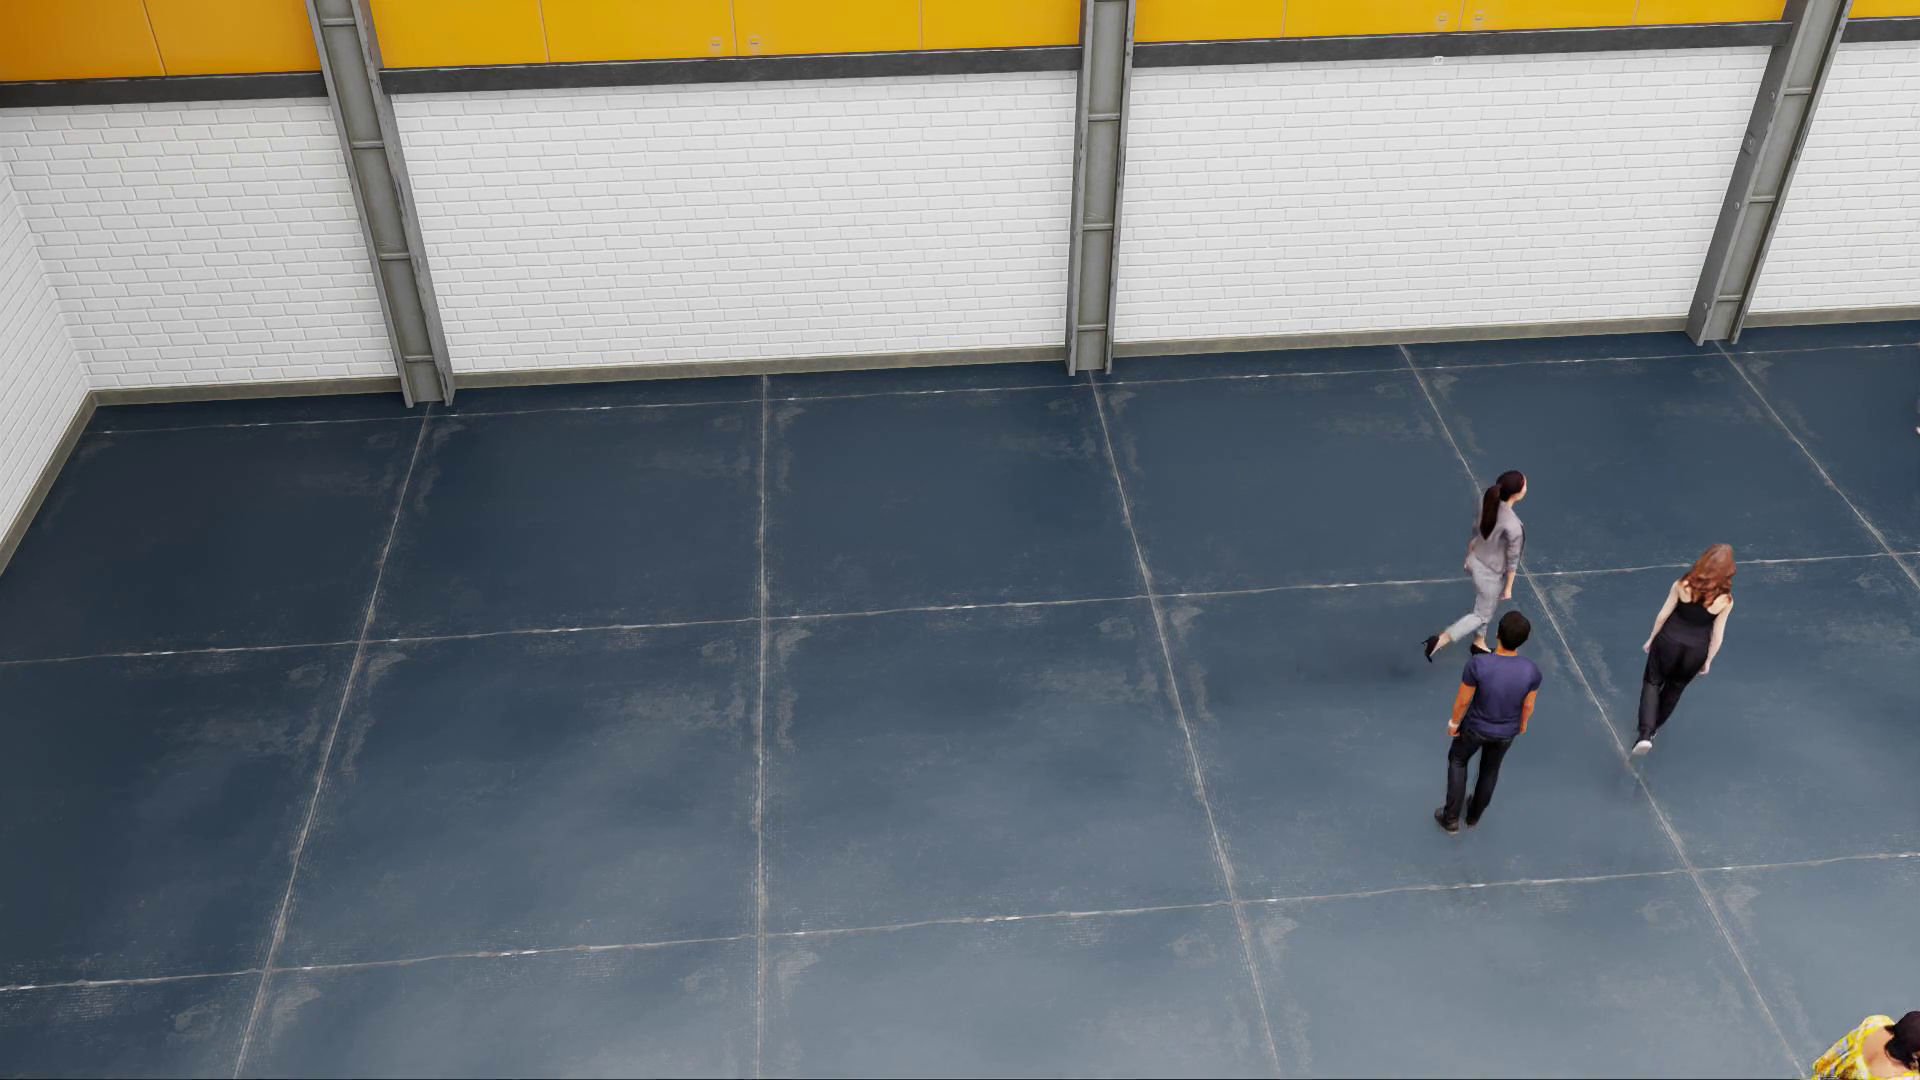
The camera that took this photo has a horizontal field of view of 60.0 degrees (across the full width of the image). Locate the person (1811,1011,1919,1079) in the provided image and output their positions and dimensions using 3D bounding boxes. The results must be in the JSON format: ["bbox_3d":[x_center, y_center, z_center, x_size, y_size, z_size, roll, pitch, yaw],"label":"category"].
[{"bbox_3d":[4.541,2.898,8.502,0.847,1.631,0.700,-7,39,-9],"label":"person"}]

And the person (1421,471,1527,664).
[{"bbox_3d":[3.664,0.256,11.794,0.984,1.653,0.758,-9,39,-11],"label":"person"}]

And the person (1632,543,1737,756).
[{"bbox_3d":[4.787,0.770,11.084,0.959,1.735,0.943,18,42,21],"label":"person"}]

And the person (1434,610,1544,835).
[{"bbox_3d":[3.348,1.204,10.497,0.658,1.790,0.794,5,39,6],"label":"person"}]
